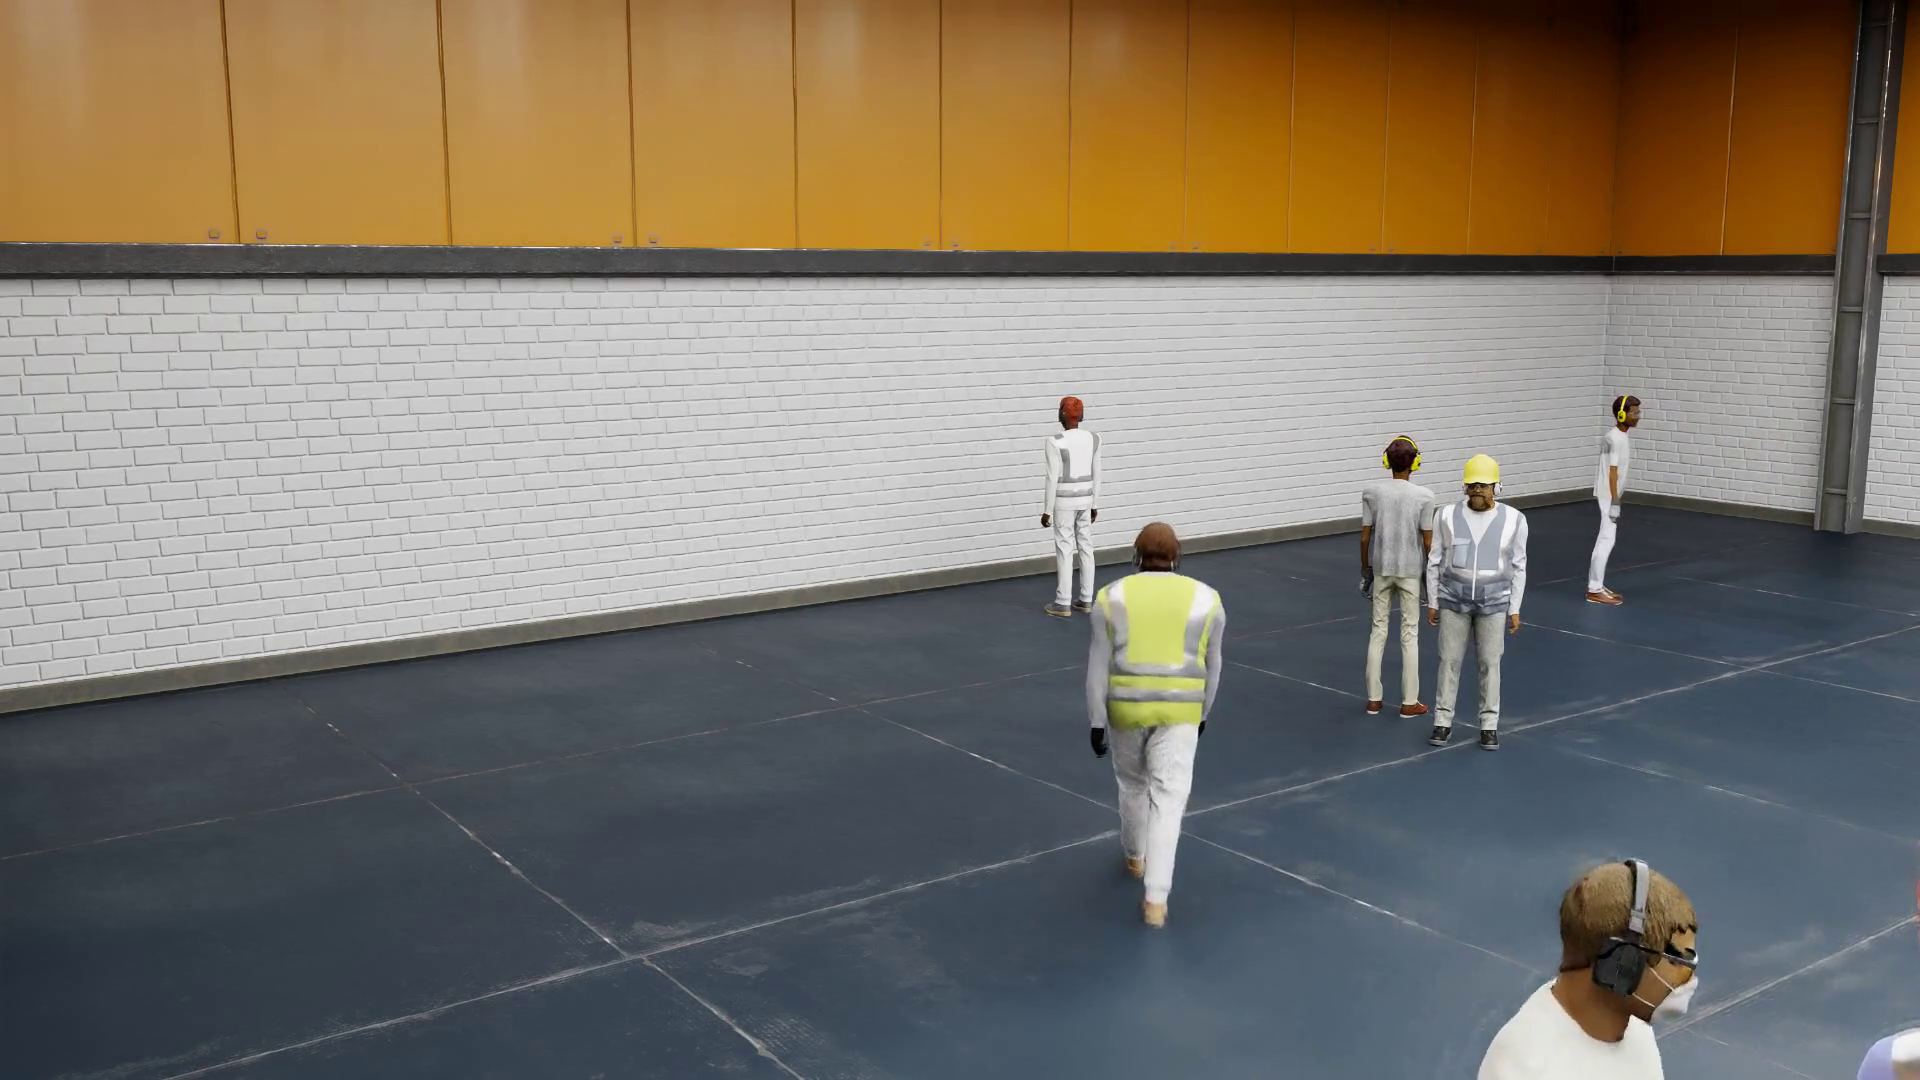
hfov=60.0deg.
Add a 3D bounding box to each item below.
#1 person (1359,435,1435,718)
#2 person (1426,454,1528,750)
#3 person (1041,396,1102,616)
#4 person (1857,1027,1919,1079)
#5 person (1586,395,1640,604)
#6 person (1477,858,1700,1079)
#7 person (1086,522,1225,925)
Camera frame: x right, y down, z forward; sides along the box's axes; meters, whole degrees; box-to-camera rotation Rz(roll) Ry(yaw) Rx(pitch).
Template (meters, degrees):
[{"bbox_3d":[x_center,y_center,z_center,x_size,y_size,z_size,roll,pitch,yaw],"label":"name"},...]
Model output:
[{"bbox_3d":[2.898,0.241,11.013,0.518,1.876,0.326,5,11,30],"label":"person"},{"bbox_3d":[3.176,0.381,10.275,0.587,1.833,0.404,3,10,19],"label":"person"},{"bbox_3d":[0.950,-0.289,14.255,0.573,1.883,0.356,-6,11,-33],"label":"person"},{"bbox_3d":[1.916,1.526,3.030,0.572,1.900,0.521,5,11,30],"label":"person"},{"bbox_3d":[5.817,-0.363,14.807,0.361,1.861,0.514,4,10,24],"label":"person"},{"bbox_3d":[1.122,1.508,3.097,0.618,1.901,0.653,6,11,33],"label":"person"},{"bbox_3d":[0.908,0.815,7.778,0.624,1.785,0.929,1,9,8],"label":"person"}]
